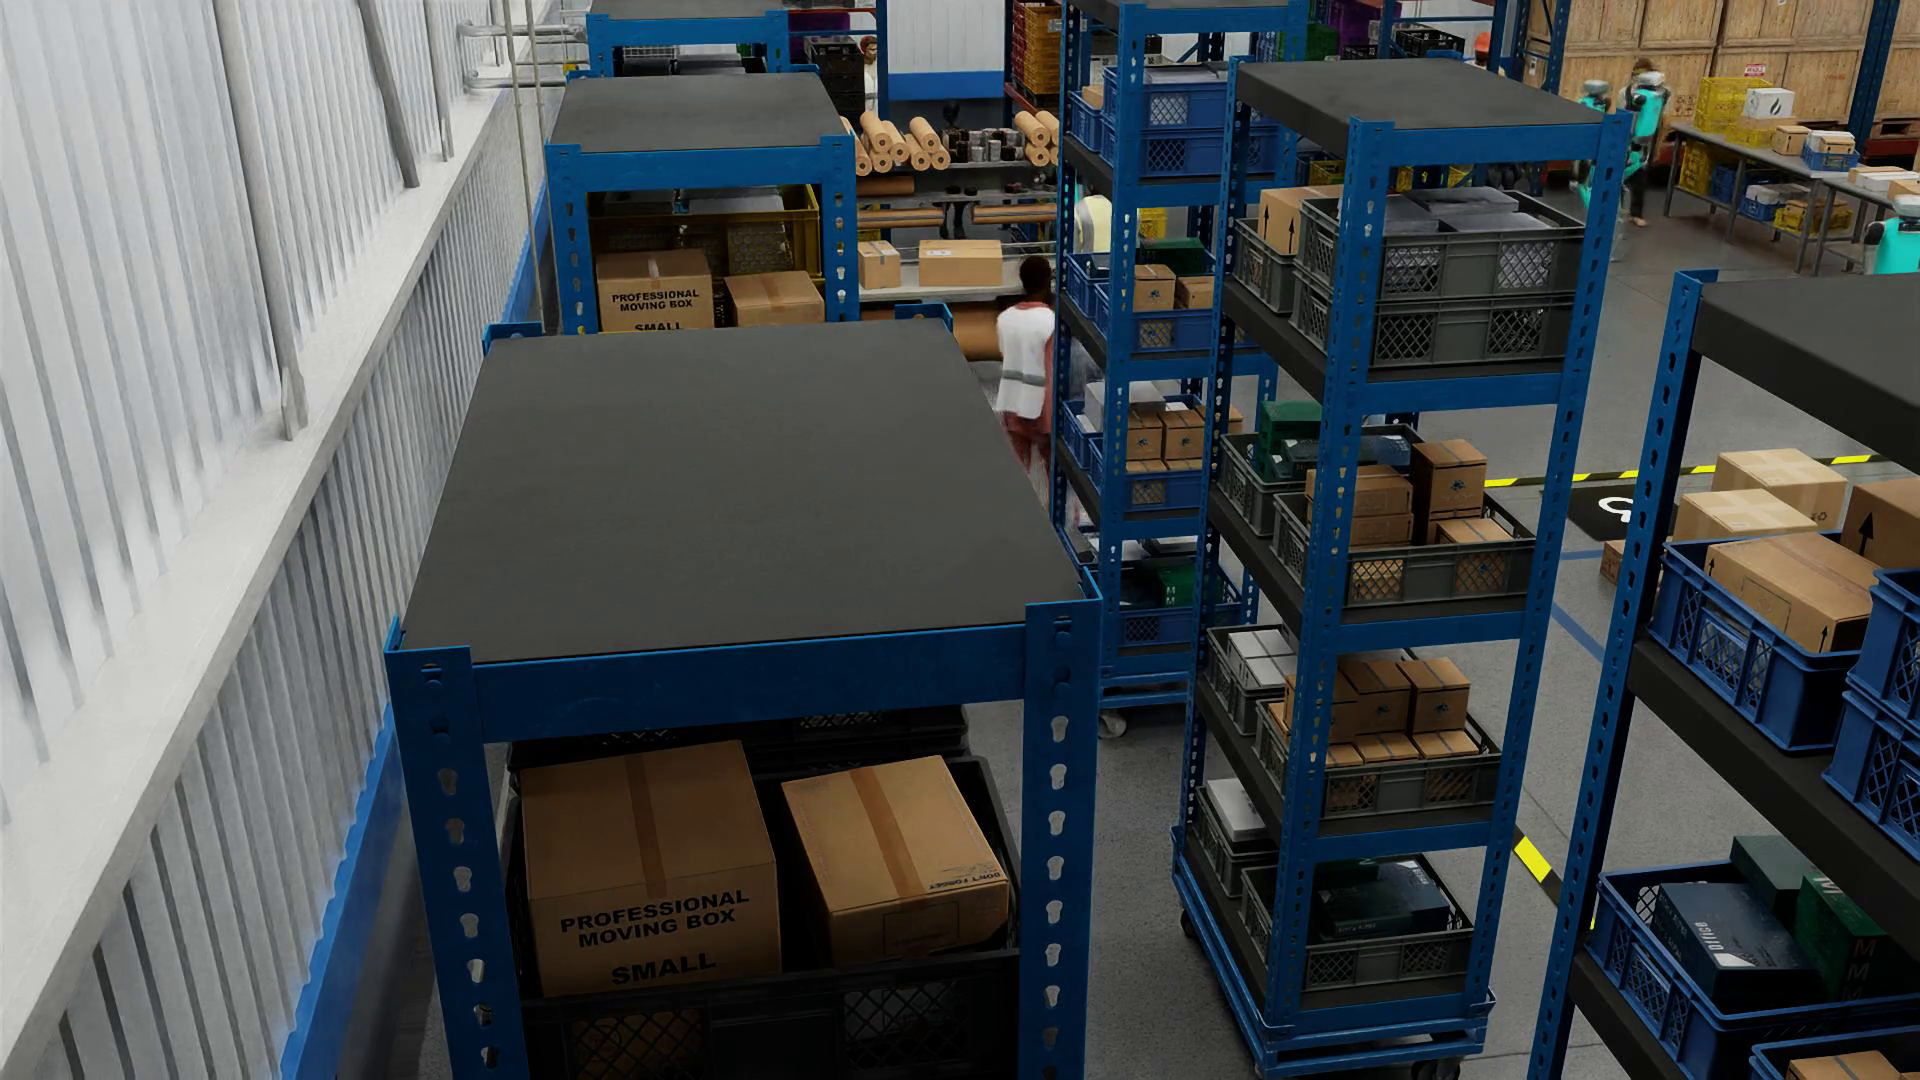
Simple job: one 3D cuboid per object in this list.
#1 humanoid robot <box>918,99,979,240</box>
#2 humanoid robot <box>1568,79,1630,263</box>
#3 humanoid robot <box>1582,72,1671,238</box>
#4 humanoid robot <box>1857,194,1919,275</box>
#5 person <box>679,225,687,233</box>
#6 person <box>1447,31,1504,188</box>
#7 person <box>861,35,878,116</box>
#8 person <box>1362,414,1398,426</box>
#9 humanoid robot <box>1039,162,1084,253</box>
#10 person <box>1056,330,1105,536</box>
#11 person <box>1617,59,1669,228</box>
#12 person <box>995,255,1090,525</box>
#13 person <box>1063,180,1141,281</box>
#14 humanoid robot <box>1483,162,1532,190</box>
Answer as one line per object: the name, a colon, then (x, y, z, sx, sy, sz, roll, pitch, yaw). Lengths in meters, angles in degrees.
humanoid robot: (-0.103, -3.397, 16.004, 0.608, 1.647, 0.362, -9, 26, -20)
humanoid robot: (6.368, -3.589, 16.395, 0.555, 1.801, 0.791, -18, 30, -34)
humanoid robot: (6.772, -3.949, 17.184, 0.550, 1.816, 0.868, -14, 28, -28)
humanoid robot: (6.648, -1.543, 11.735, 0.533, 1.677, 0.735, 1, 25, 2)
person: (-1.903, -1.800, 12.291, 0.509, 1.876, 0.329, 9, 26, 20)
person: (5.681, -4.650, 18.427, 0.541, 1.927, 0.389, 15, 28, 29)
person: (-1.045, -4.741, 18.731, 0.564, 1.836, 0.387, -19, 31, -35)
person: (1.960, 0.198, 7.974, 0.597, 1.849, 0.388, -3, 25, -6)
humanoid robot: (0.996, -2.299, 13.530, 0.916, 1.739, 0.535, 21, 32, 38)
person: (0.757, -0.724, 10.157, 0.506, 1.698, 0.837, 8, 26, 17)
person: (7.119, -4.152, 17.502, 0.528, 1.799, 0.706, 10, 26, 20)
person: (0.504, -0.778, 10.094, 0.944, 1.851, 0.676, -22, 33, -39)
person: (1.051, -1.974, 12.710, 0.630, 1.840, 0.429, -9, 26, -20)
humanoid robot: (5.530, -3.777, 16.874, 0.599, 1.636, 0.556, -7, 26, -15)
